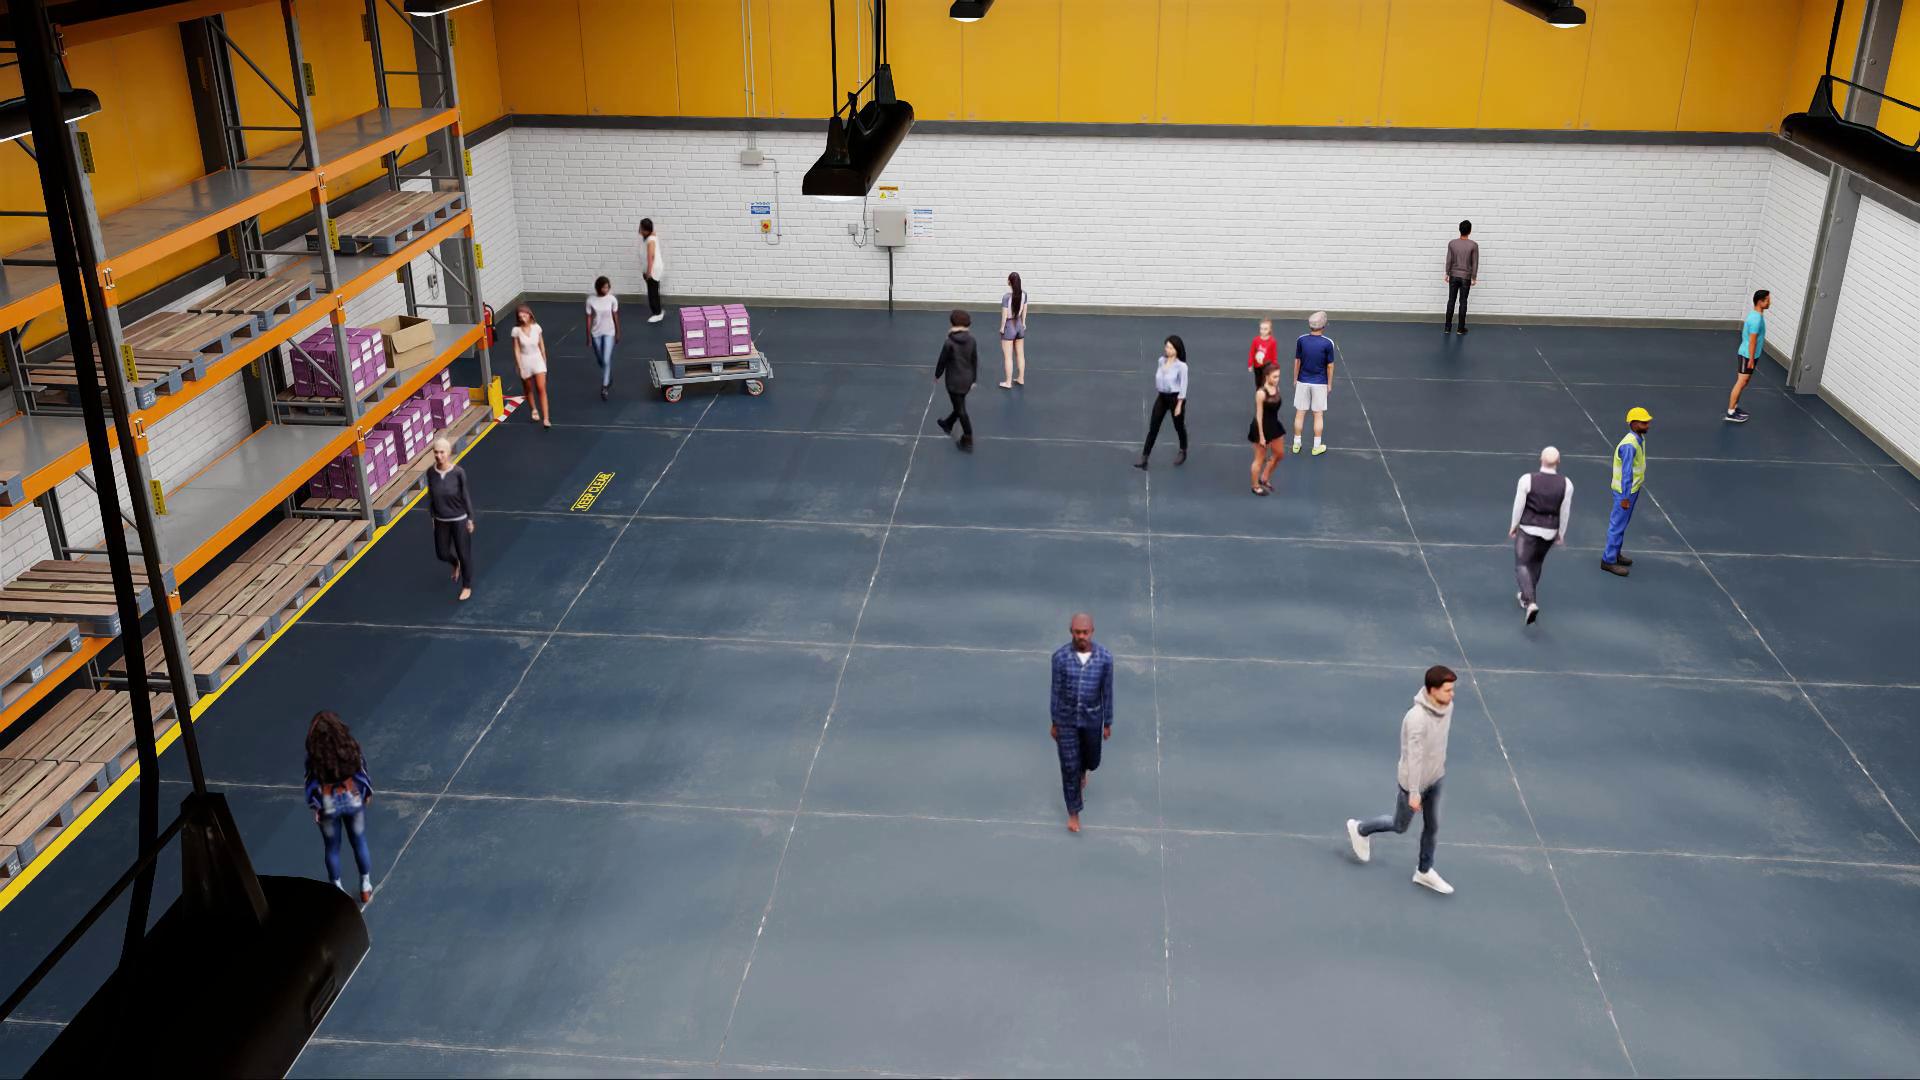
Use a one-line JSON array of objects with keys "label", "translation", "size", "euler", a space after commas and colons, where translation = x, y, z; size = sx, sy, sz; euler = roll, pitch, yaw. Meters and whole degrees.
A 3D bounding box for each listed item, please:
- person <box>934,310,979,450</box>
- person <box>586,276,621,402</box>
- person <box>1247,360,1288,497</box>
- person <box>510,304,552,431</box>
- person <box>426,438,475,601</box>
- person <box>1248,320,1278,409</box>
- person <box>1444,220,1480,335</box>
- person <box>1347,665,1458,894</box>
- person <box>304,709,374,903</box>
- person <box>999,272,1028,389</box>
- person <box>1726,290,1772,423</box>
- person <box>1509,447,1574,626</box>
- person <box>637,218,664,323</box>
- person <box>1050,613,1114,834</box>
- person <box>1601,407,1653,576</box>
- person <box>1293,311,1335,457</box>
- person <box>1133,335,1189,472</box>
[{"label": "person", "translation": [0.035, -1.984, 21.067], "size": [1.076, 1.718, 1.196], "euler": [-16, 28, -32]}, {"label": "person", "translation": [-4.946, -2.828, 23.045], "size": [0.835, 1.680, 1.155], "euler": [-4, 24, -9]}, {"label": "person", "translation": [3.540, -1.326, 19.624], "size": [0.744, 1.669, 0.806], "euler": [-22, 32, -40]}, {"label": "person", "translation": [-5.675, -2.292, 21.875], "size": [0.947, 1.636, 1.216], "euler": [-10, 25, -21]}, {"label": "person", "translation": [-5.210, -0.259, 17.127], "size": [0.646, 1.713, 0.754], "euler": [0, 24, 0]}, {"label": "person", "translation": [4.108, -2.355, 22.497], "size": [0.669, 1.253, 0.921], "euler": [9, 25, 19]}, {"label": "person", "translation": [7.757, -4.079, 25.798], "size": [0.705, 1.769, 0.663], "euler": [9, 25, 19]}, {"label": "person", "translation": [3.350, 1.743, 12.404], "size": [1.133, 1.829, 1.190], "euler": [-19, 30, -37]}, {"label": "person", "translation": [-4.526, 1.953, 12.182], "size": [0.704, 1.622, 0.714], "euler": [-10, 26, -22]}, {"label": "person", "translation": [0.754, -2.961, 23.387], "size": [0.671, 1.650, 0.725], "euler": [-17, 29, -34]}, {"label": "person", "translation": [10.474, -2.464, 22.098], "size": [0.730, 1.773, 0.573], "euler": [10, 26, 23]}, {"label": "person", "translation": [5.720, -0.022, 16.485], "size": [0.676, 1.793, 1.116], "euler": [2, 24, 5]}, {"label": "person", "translation": [-4.917, -4.324, 26.486], "size": [0.922, 1.666, 0.649], "euler": [2, 24, 4]}, {"label": "person", "translation": [0.943, 1.384, 13.259], "size": [0.730, 1.800, 1.025], "euler": [-1, 24, -1]}, {"label": "person", "translation": [7.087, -0.549, 17.665], "size": [0.817, 1.813, 0.685], "euler": [14, 27, 29]}, {"label": "person", "translation": [4.429, -1.982, 20.915], "size": [0.698, 1.836, 0.652], "euler": [10, 26, 22]}, {"label": "person", "translation": [2.655, -1.677, 20.388], "size": [1.208, 1.700, 1.099], "euler": [-21, 31, -39]}]
